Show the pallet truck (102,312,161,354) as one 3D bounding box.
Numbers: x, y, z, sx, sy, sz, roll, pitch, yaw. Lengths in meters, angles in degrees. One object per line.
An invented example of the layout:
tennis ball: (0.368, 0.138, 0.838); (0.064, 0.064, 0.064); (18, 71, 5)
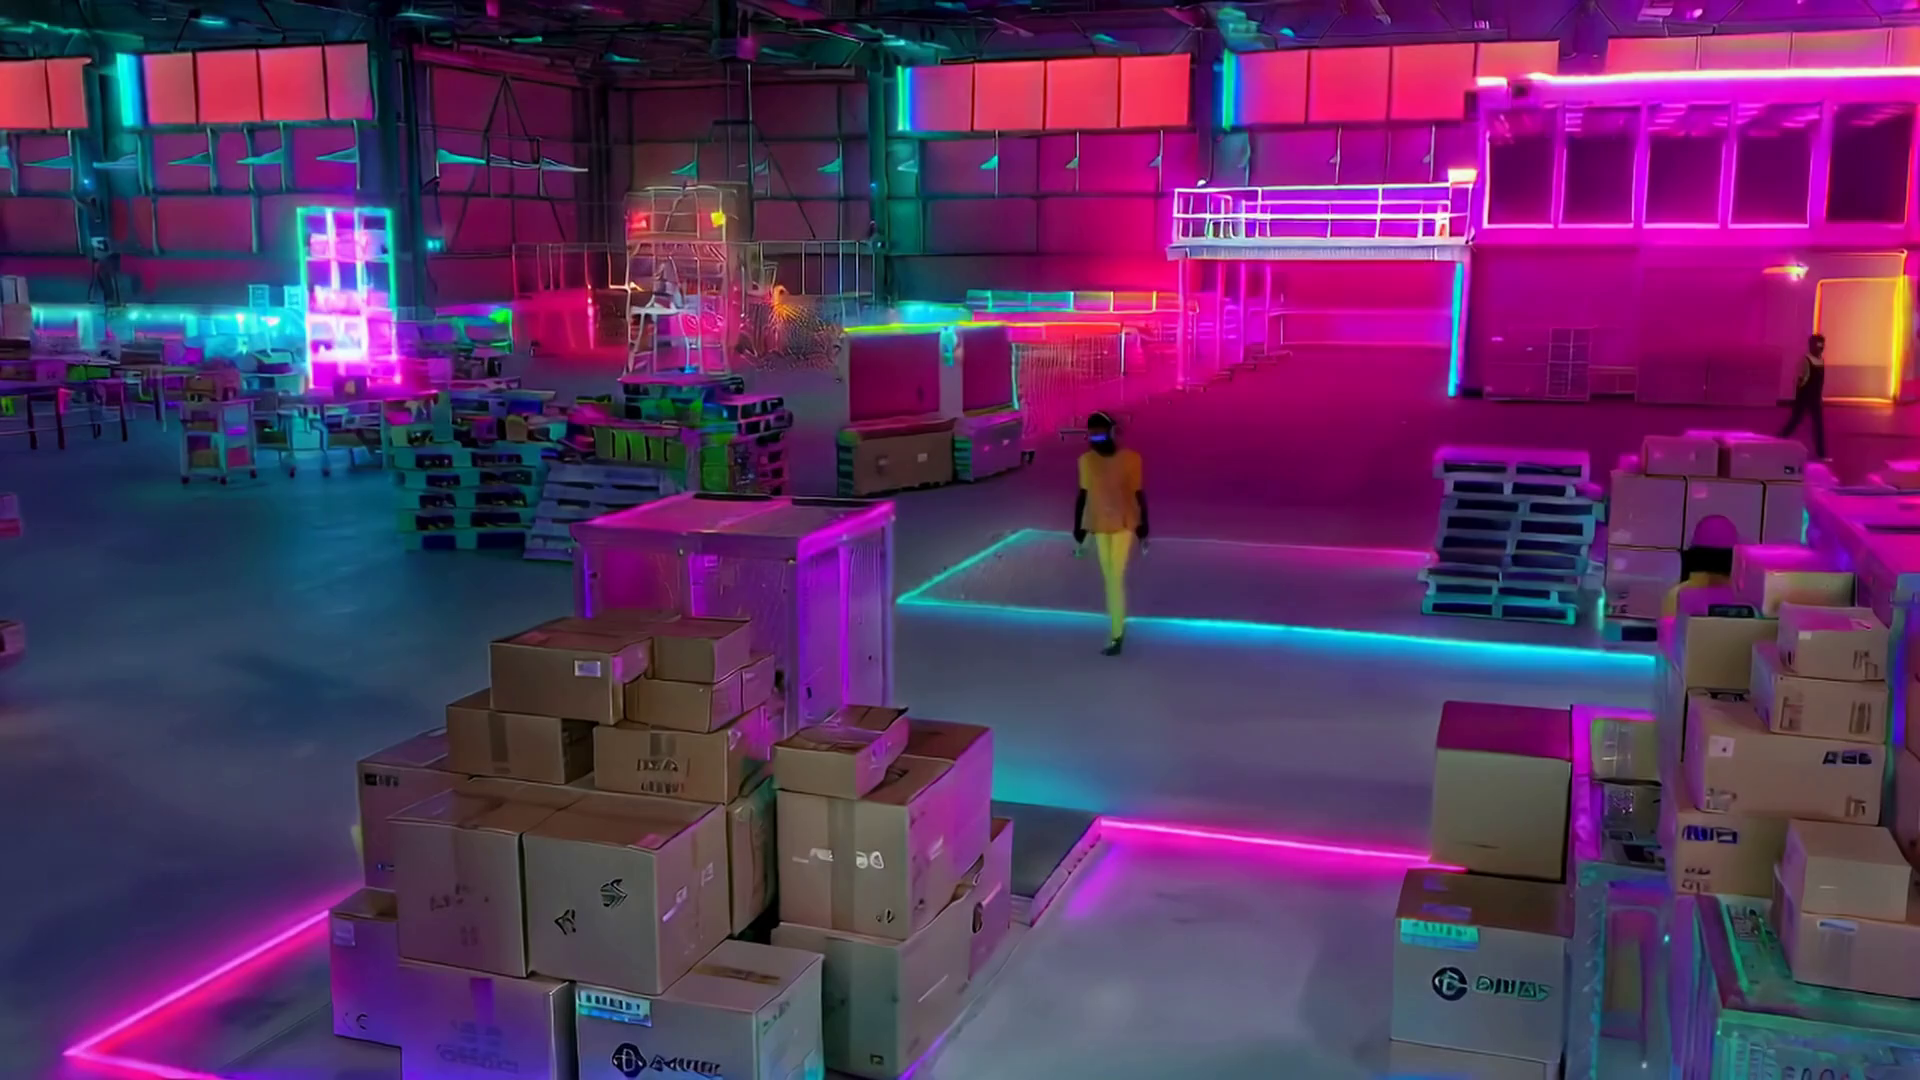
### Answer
pallet truck: (-23.057, -5.777, 46.261); (0.680, 1.201, 1.601); (3, 11, 19)

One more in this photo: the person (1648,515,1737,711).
person: (3.634, 0.744, 8.130); (0.530, 1.729, 0.414); (-1, 10, -4)

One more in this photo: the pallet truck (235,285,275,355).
pallet truck: (-18.327, -5.835, 44.421); (0.823, 1.965, 1.885); (4, 11, 23)

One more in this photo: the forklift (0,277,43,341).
forklift: (-27.151, -6.329, 46.328); (1.157, 1.987, 2.680); (3, 11, 17)

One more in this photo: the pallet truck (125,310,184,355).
pallet truck: (-22.038, -5.665, 45.457); (0.704, 1.261, 1.522); (3, 11, 17)

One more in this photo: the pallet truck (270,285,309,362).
pallet truck: (-17.147, -5.700, 43.663); (0.823, 1.965, 1.885); (3, 11, 17)

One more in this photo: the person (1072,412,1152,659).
person: (1.115, -0.037, 12.265); (0.540, 1.820, 0.876); (4, 11, 23)

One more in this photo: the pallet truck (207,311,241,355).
pallet truck: (-19.537, -5.575, 44.913); (0.653, 1.274, 1.630); (3, 11, 19)

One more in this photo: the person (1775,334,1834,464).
person: (11.844, -1.991, 23.327); (0.522, 1.813, 0.930); (-5, 11, -26)
